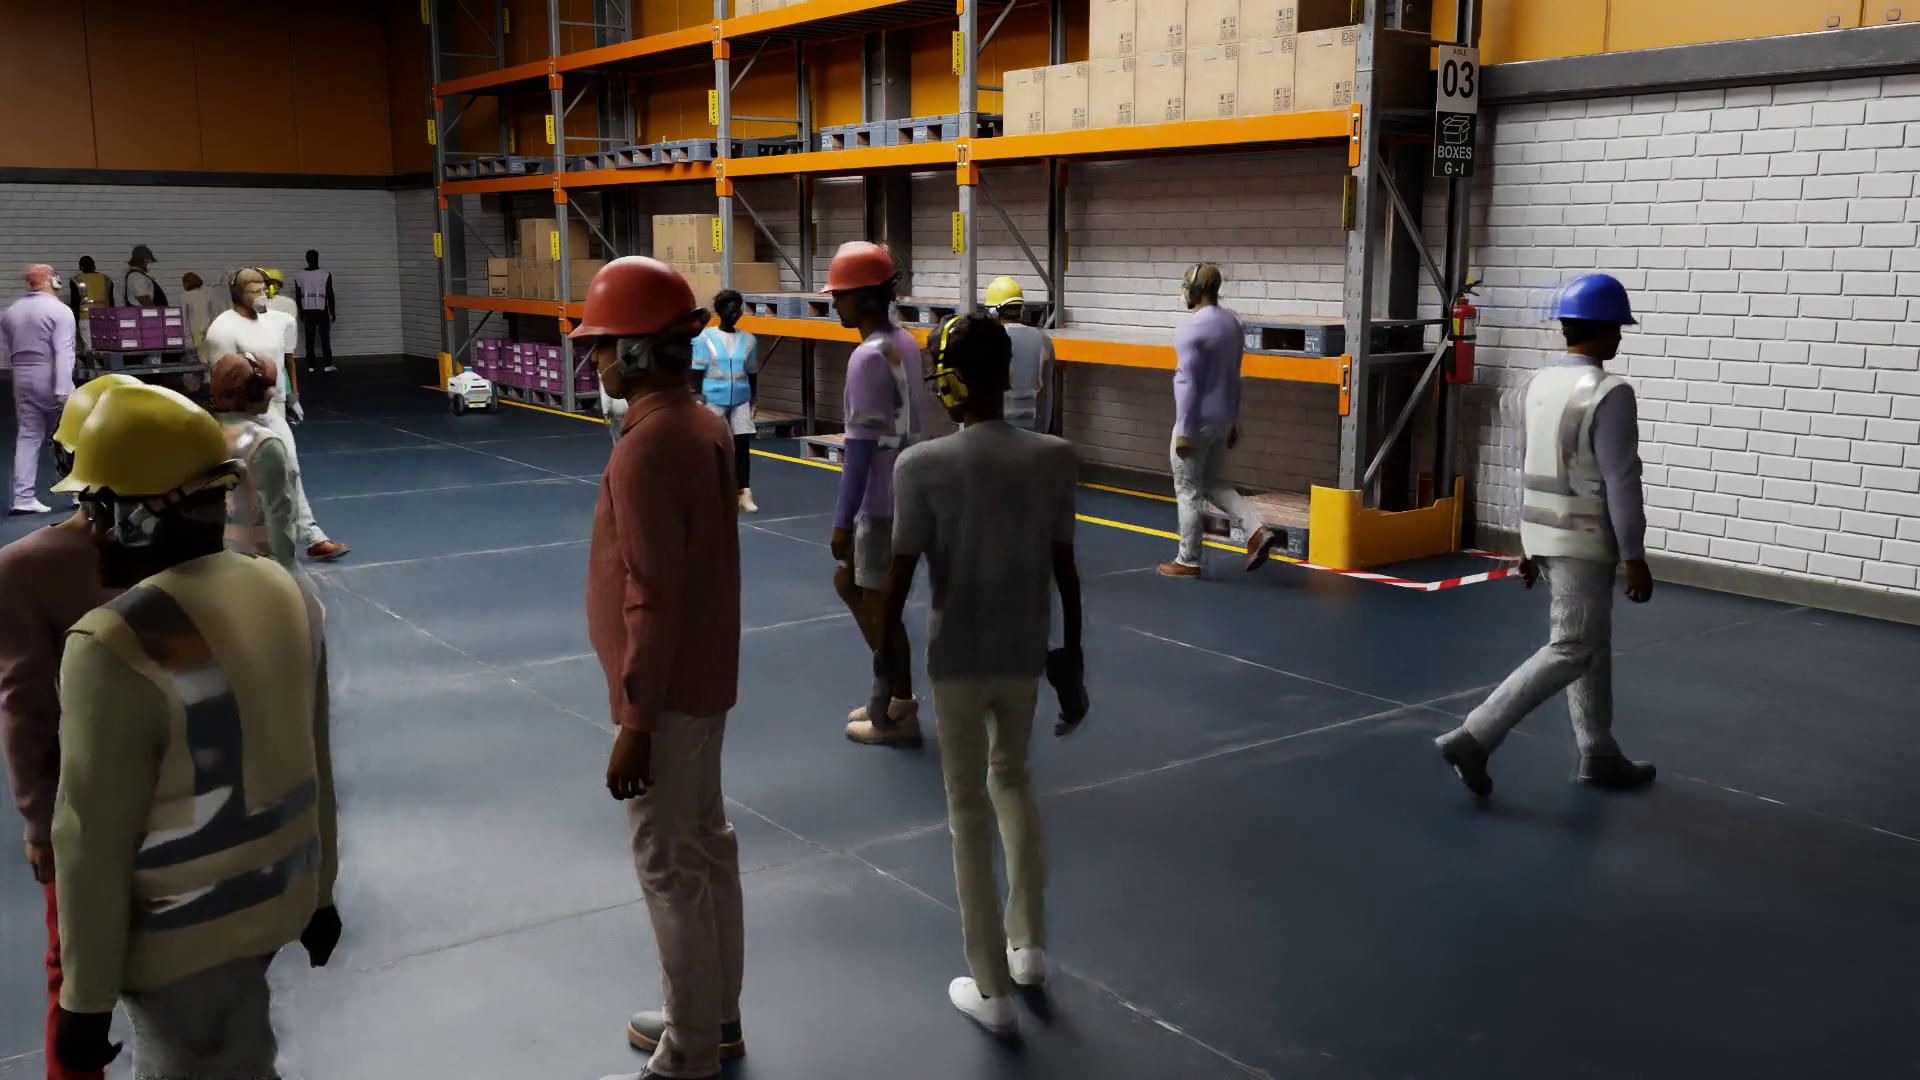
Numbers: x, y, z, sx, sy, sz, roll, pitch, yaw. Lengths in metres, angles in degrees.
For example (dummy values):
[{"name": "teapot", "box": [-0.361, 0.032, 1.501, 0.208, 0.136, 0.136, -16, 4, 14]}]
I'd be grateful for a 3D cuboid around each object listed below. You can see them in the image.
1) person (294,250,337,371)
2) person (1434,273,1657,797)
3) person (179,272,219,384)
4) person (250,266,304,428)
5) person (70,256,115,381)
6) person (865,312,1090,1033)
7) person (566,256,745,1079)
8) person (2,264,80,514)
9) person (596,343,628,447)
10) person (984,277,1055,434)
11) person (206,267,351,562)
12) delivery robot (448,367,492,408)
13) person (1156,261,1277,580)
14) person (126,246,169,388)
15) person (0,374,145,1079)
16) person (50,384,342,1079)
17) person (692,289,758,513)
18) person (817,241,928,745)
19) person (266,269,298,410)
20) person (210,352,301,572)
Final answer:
[{"name": "person", "box": [-10.207, -3.630, 26.357, 0.591, 1.922, 0.392, -1, 10, -4]}, {"name": "person", "box": [2.170, 0.003, 6.014, 0.891, 1.921, 0.610, -1, 10, -7]}, {"name": "person", "box": [-10.914, -3.043, 23.916, 0.547, 1.609, 0.375, -9, 14, -42]}, {"name": "person", "box": [-4.834, -0.951, 11.541, 0.521, 1.856, 0.328, -6, 12, -31]}, {"name": "person", "box": [-12.795, -3.262, 24.541, 0.429, 1.838, 0.619, 8, 13, 38]}, {"name": "person", "box": [0.040, 0.339, 4.328, 0.557, 1.845, 0.525, -4, 11, -21]}, {"name": "person", "box": [-0.696, 0.346, 3.883, 0.390, 1.991, 0.625, 1, 10, 5]}, {"name": "person", "box": [-6.898, -1.138, 12.572, 0.665, 1.863, 0.836, 2, 10, 14]}, {"name": "person", "box": [-2.356, -0.961, 12.001, 0.505, 1.711, 0.709, -2, 10, -13]}, {"name": "person", "box": [0.290, -0.676, 10.098, 0.591, 1.823, 0.405, -5, 11, -28]}, {"name": "person", "box": [-4.453, -0.770, 10.472, 1.054, 1.883, 0.635, 2, 10, 12]}, {"name": "delivery robot", "box": [-5.826, -1.813, 19.744, 0.477, 0.478, 0.707, -7, 12, -33]}, {"name": "person", "box": [1.516, -0.685, 9.881, 0.642, 1.923, 0.631, 8, 13, 36]}, {"name": "person", "box": [-11.359, -3.139, 23.270, 0.544, 2.000, 0.794, -5, 11, -27]}, {"name": "person", "box": [-1.739, 0.530, 3.514, 0.327, 1.760, 0.523, 5, 11, 25]}, {"name": "person", "box": [-1.249, 0.631, 2.853, 0.874, 1.804, 0.597, 1, 10, 5]}, {"name": "person", "box": [-1.784, -1.059, 12.598, 0.557, 1.682, 0.651, -5, 11, -27]}, {"name": "person", "box": [-0.362, -0.166, 6.643, 0.504, 2.024, 0.629, 2, 10, 11]}, {"name": "person", "box": [-8.171, -2.367, 19.855, 0.527, 1.722, 0.915, -3, 11, -16]}, {"name": "person", "box": [-2.600, 0.123, 6.126, 0.543, 1.625, 0.374, 8, 13, 39]}]
